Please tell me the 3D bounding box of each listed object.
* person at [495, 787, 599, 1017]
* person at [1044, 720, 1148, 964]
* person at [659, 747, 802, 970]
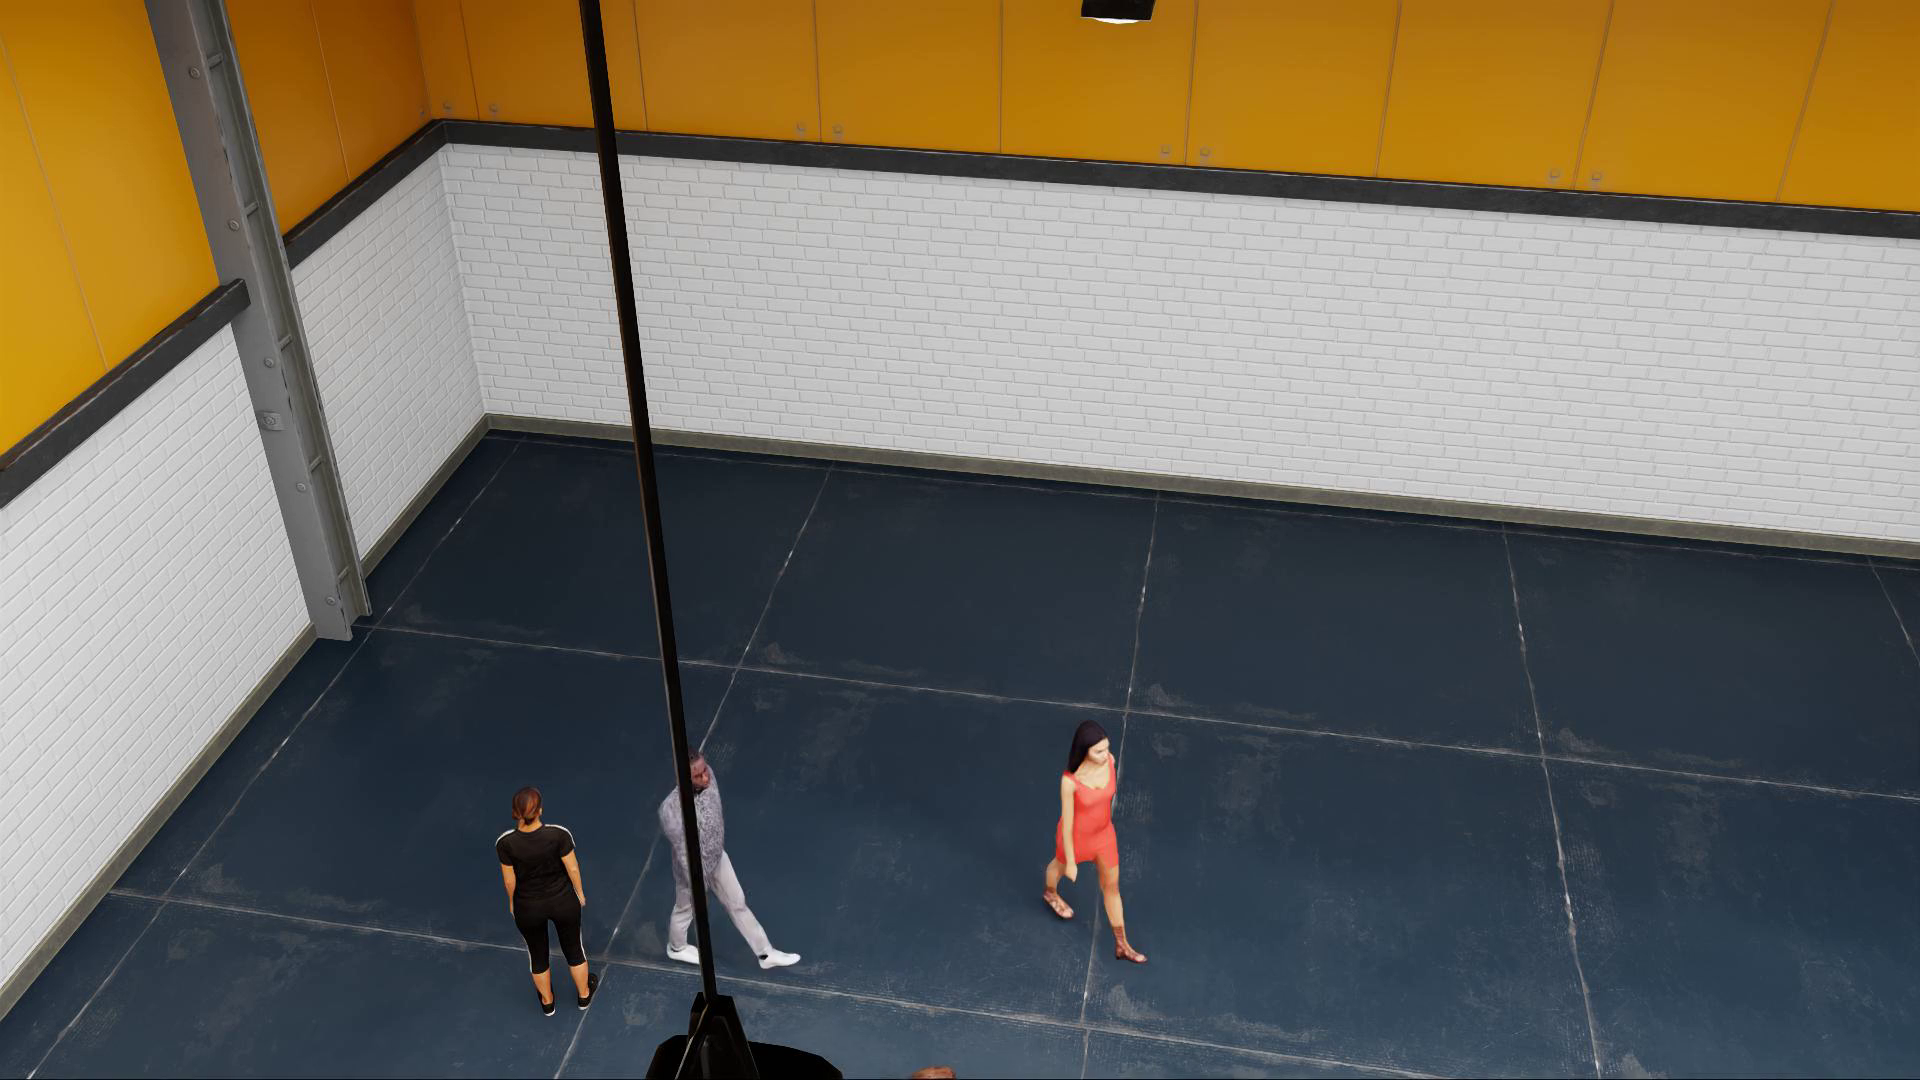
[{"bbox_3d":[-2.407,2.093,9.650,0.642,1.668,0.612,-6,34,-9],"label":"person"},{"bbox_3d":[0.701,1.771,10.139,1.119,1.665,1.139,-24,40,-31],"label":"person"},{"bbox_3d":[-1.625,1.903,9.821,0.877,1.796,1.083,9,35,13],"label":"person"}]
